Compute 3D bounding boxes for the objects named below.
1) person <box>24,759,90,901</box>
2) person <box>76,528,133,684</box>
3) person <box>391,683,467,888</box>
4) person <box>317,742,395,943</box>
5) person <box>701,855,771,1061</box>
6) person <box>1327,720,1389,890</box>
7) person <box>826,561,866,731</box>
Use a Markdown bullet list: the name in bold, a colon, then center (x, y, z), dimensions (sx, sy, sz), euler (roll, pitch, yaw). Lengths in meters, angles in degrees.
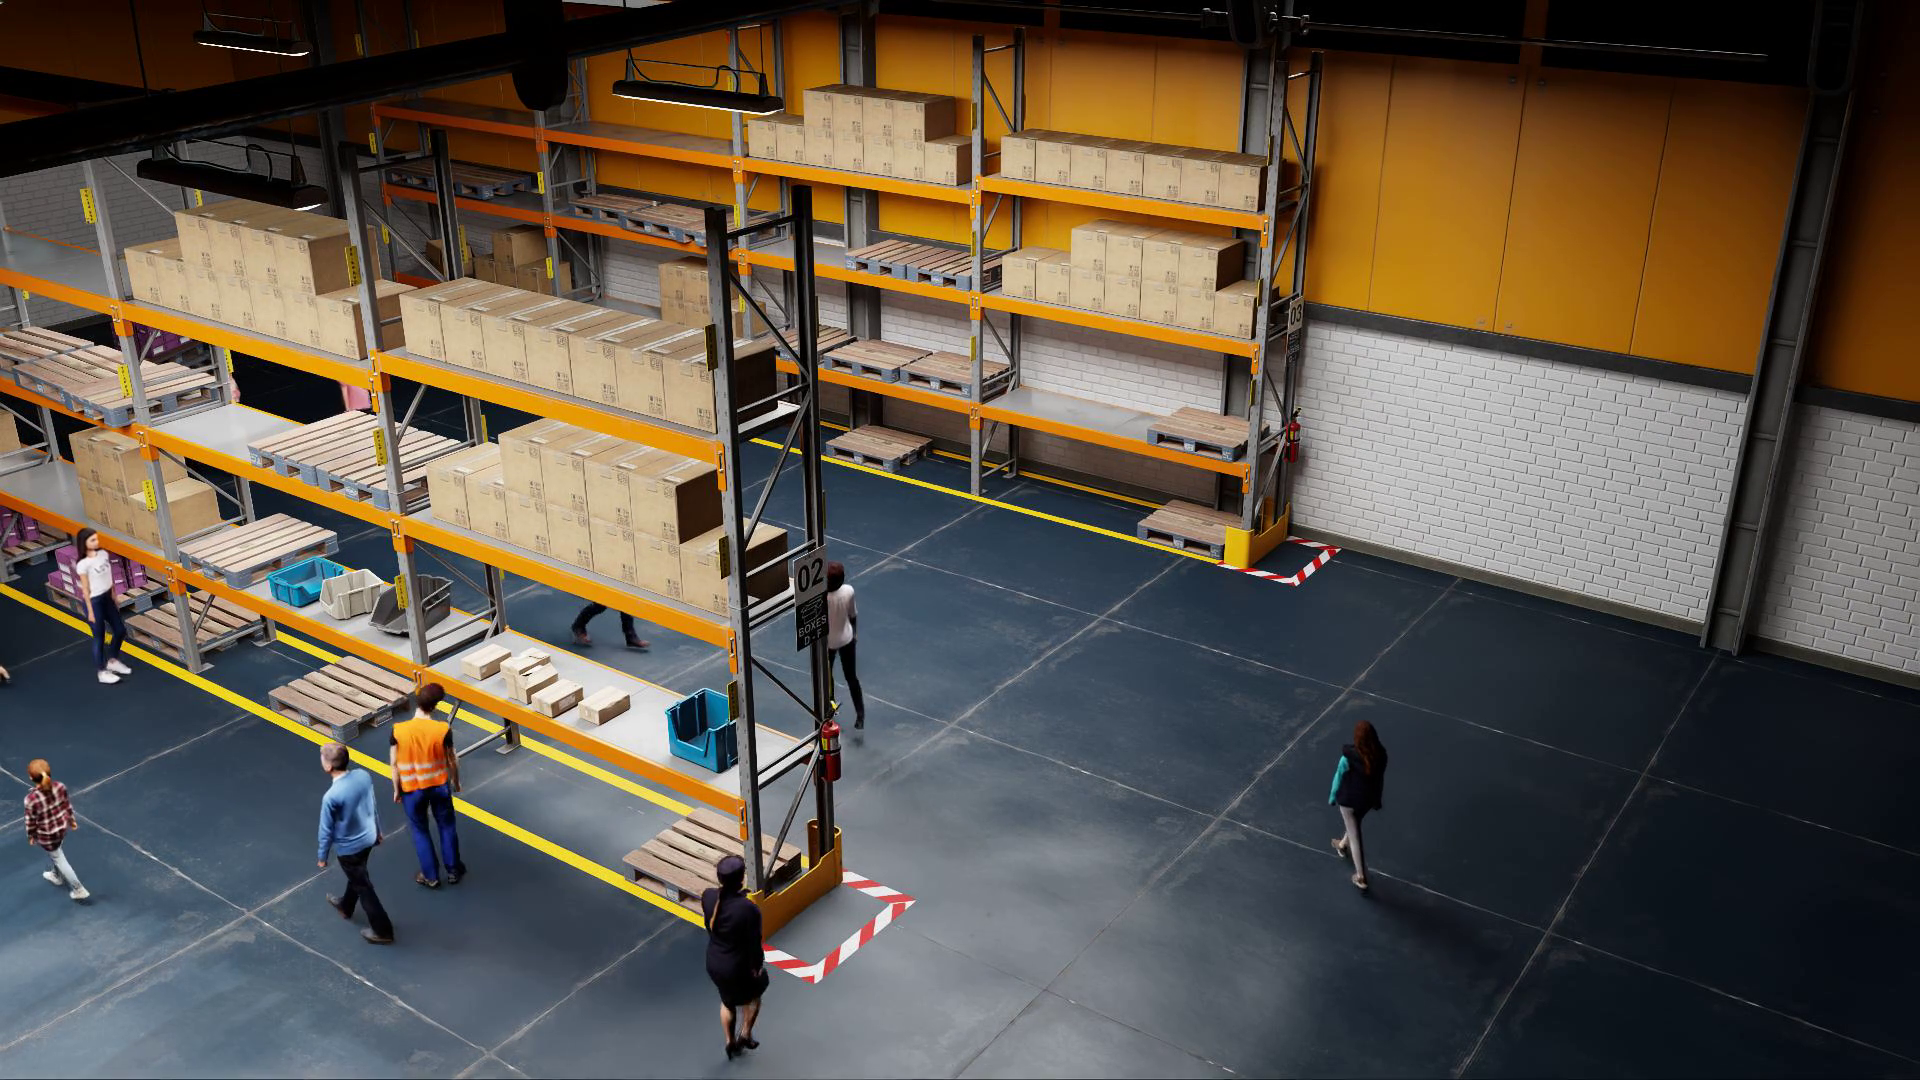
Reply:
- **person**: center (-7.561, 2.445, 13.913), dimensions (0.902, 1.279, 0.596), euler (13, 27, 26)
- **person**: center (-9.003, 0.684, 17.340), dimensions (0.718, 1.761, 0.702), euler (4, 24, 8)
- **person**: center (-4.512, 2.084, 14.014), dimensions (0.823, 1.859, 0.829), euler (-18, 29, -35)
- **person**: center (-4.773, 2.434, 13.300), dimensions (1.079, 1.790, 0.832), euler (9, 25, 19)
- **person**: center (-1.682, 3.071, 12.006), dimensions (0.646, 1.659, 0.800), euler (11, 26, 23)
- **person**: center (3.397, 2.254, 14.119), dimensions (0.953, 1.463, 1.038), euler (-5, 24, -11)
- **person**: center (-1.164, 1.072, 16.445), dimensions (0.945, 1.765, 1.179), euler (-12, 26, -25)
